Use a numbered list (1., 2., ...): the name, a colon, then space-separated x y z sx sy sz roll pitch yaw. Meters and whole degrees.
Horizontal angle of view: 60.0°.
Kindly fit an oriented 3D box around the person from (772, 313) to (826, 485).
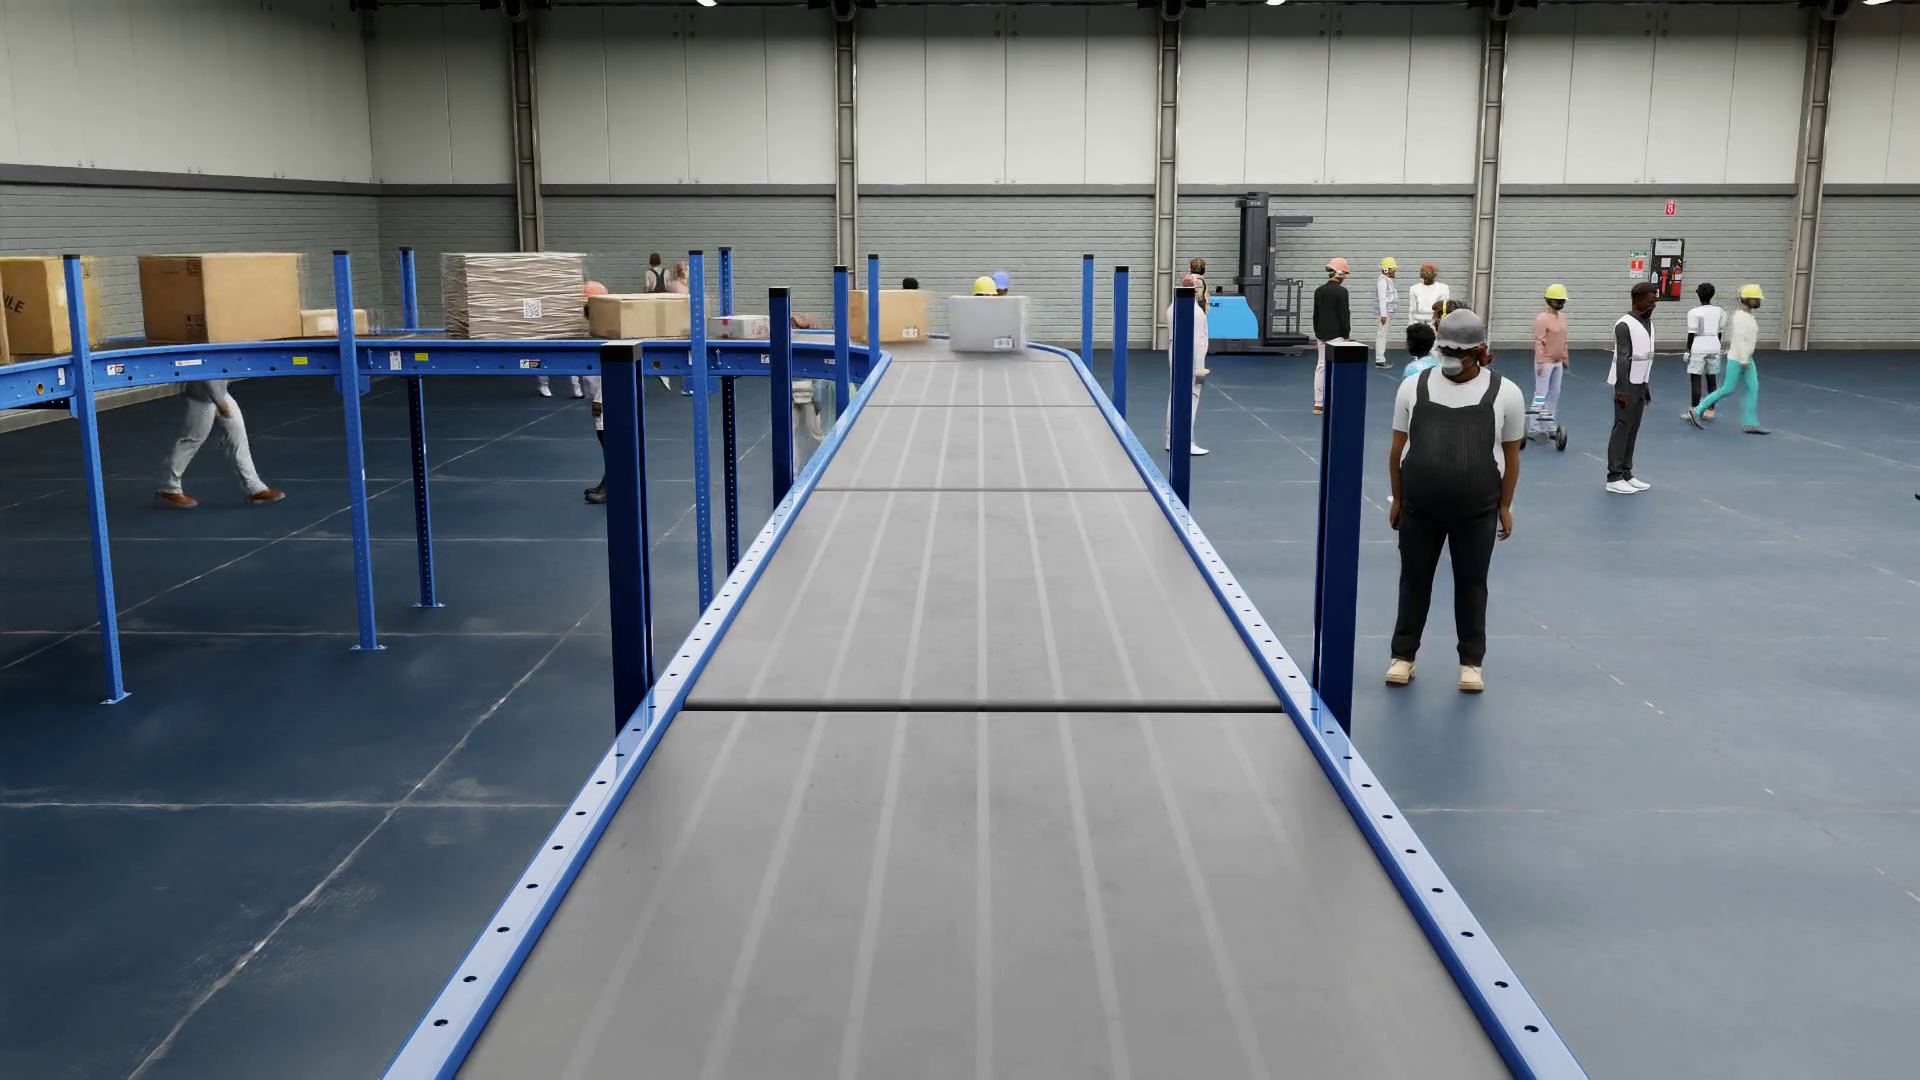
1. person: -1.442 -1.337 15.701 0.522 1.616 0.740 10 15 42

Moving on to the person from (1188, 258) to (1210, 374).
1. person: 3.798 -3.595 26.716 0.429 1.843 0.631 -3 12 -17

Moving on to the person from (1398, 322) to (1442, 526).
1. person: 3.729 -0.892 13.234 0.549 1.680 0.526 -11 15 -44

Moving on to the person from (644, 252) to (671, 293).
1. person: -5.609 -4.399 30.836 0.525 1.844 0.355 -7 13 -34

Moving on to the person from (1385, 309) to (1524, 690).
1. person: 2.604 -0.195 8.836 0.673 2.000 0.536 4 12 22

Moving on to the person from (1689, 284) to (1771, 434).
1. person: 9.057 -2.126 19.429 0.824 1.737 0.519 11 15 43

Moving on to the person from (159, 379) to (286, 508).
1. person: -6.489 -1.216 14.376 1.026 1.894 0.628 0 11 -2

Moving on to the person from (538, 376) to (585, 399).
1. person: -5.618 -2.902 23.131 0.645 1.870 0.979 -9 14 -38

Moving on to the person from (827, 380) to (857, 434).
1. person: -0.982 -0.822 13.050 0.658 1.612 0.504 0 11 -1

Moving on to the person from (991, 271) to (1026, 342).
1. person: 0.418 -1.957 18.060 0.619 1.931 0.721 3 11 16

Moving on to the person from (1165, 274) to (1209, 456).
1. person: 2.433 -1.866 17.661 0.405 1.905 0.652 -4 12 -21

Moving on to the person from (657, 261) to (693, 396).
1. person: -3.930 -2.970 23.389 0.613 1.886 0.651 -1 11 -6

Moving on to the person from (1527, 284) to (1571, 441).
1. person: 6.639 -1.988 18.670 0.530 1.762 0.329 -8 14 -37

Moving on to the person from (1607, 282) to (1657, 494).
1. person: 6.167 -1.405 15.271 0.392 1.917 0.592 10 15 41

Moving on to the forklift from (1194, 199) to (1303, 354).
1. forklift: 5.313 -4.851 30.603 1.873 2.768 1.129 0 11 1

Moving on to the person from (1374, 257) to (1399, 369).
1. person: 7.102 -3.788 27.728 0.404 1.831 0.601 4 12 18

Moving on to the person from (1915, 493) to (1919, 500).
1. person: 8.709 -1.104 14.241 0.946 1.716 0.528 0 11 1

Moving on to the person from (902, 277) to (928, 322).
1. person: -0.699 -2.722 22.631 0.543 1.685 0.460 -6 13 -30

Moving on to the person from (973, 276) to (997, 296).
1. person: 0.226 -1.588 16.169 0.587 1.930 0.356 -6 12 -26

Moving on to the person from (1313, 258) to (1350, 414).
1. person: 4.746 -2.584 21.146 0.393 1.985 0.611 -6 13 -29

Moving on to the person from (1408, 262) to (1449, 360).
1. person: 6.775 -3.080 24.012 0.595 1.862 0.745 6 12 26

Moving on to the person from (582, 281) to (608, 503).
1. person: -3.195 -1.306 14.706 0.357 1.938 0.542 -2 11 -11

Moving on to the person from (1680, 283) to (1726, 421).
1. person: 9.167 -2.319 20.523 0.533 1.698 0.322 -3 11 -16

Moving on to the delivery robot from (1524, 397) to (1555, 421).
1. delivery robot: 6.360 -1.458 18.247 0.335 0.223 0.698 2 11 9

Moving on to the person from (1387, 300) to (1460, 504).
1. person: 4.202 -1.131 14.144 1.008 1.817 0.527 9 14 37
